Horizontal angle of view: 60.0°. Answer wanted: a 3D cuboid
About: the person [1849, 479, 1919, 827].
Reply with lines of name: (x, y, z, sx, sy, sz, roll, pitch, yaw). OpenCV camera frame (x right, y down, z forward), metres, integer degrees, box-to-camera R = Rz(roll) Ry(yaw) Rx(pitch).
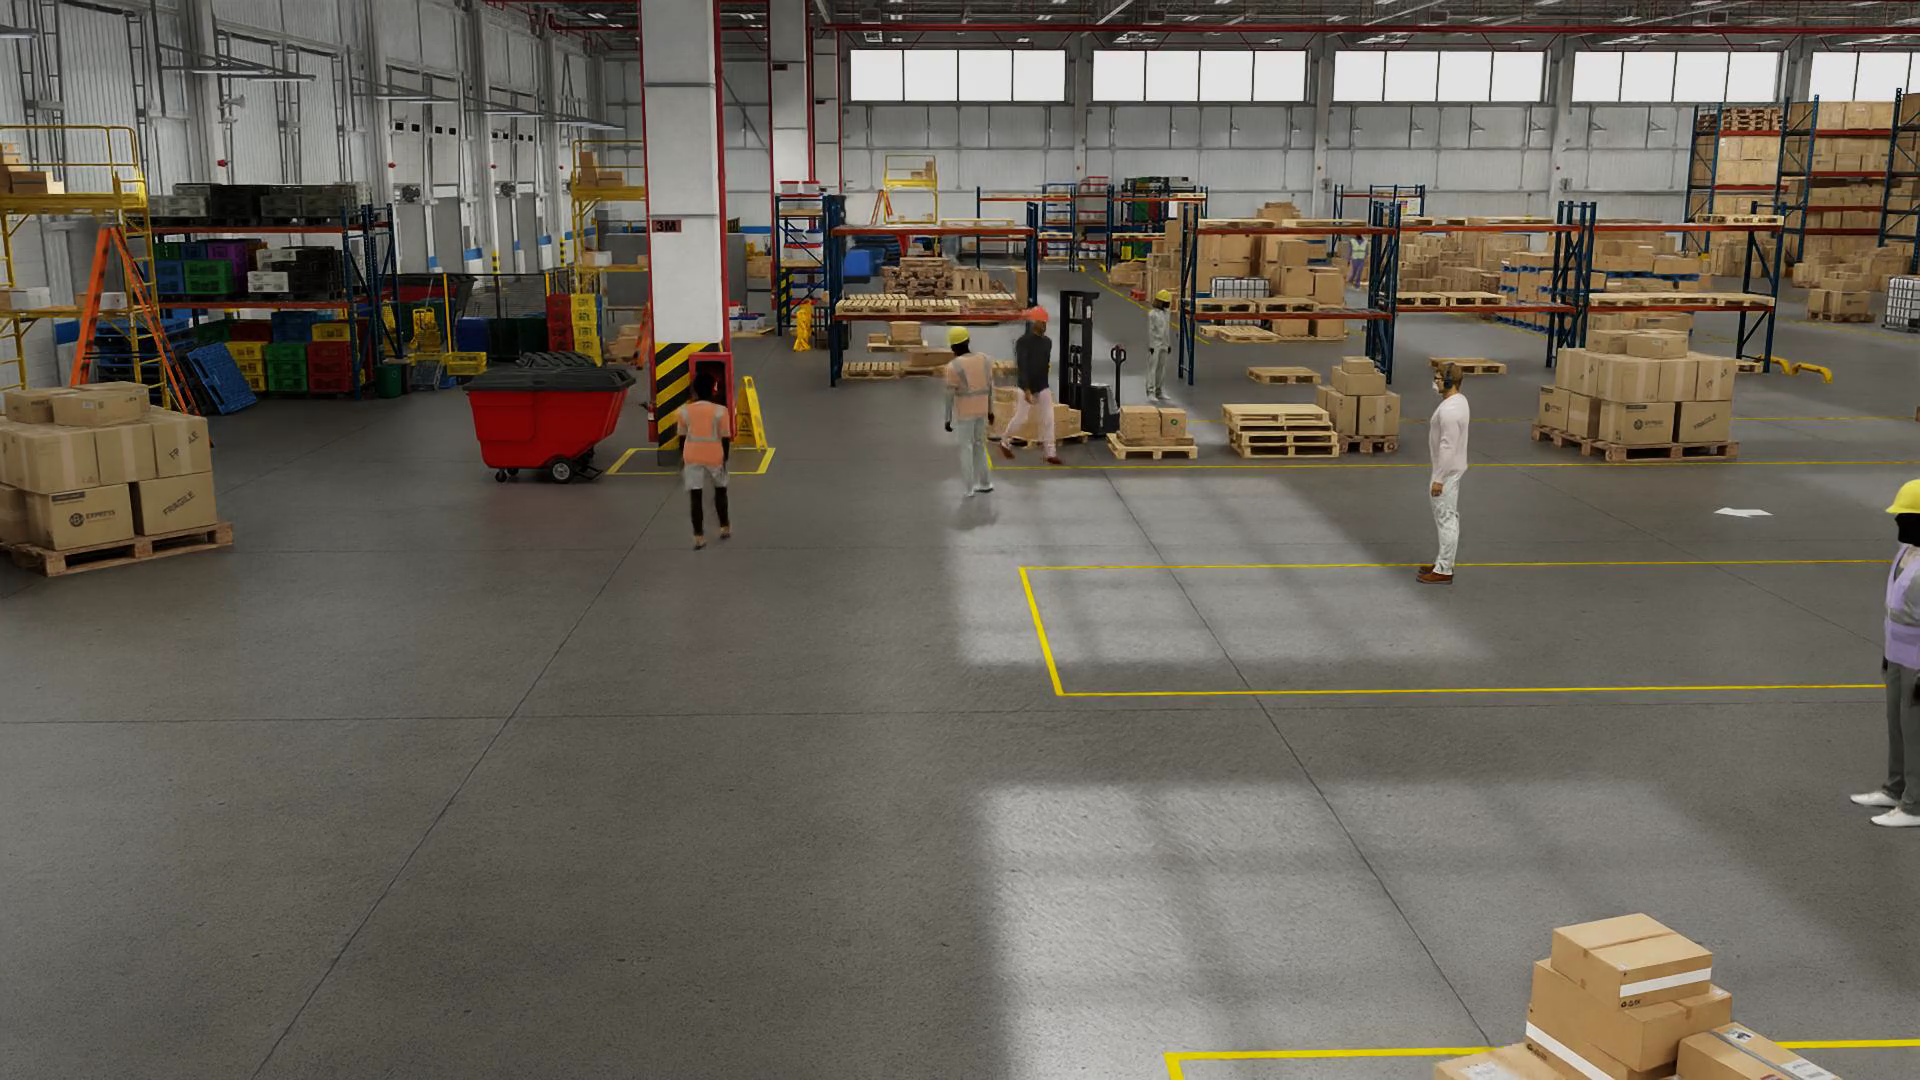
person: (5.193, 0.618, 9.103, 0.381, 1.924, 0.593, 2, 13, 10)

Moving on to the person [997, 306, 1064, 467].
person: (0.863, -1.907, 20.456, 0.604, 1.959, 0.994, -10, 16, -38)

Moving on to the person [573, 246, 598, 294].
person: (-8.605, -5.826, 38.331, 0.618, 1.867, 0.702, -6, 14, -24)

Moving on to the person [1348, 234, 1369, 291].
person: (11.978, -8.425, 49.992, 0.600, 1.895, 0.555, -1, 13, -4)

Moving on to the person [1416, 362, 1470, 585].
person: (4.219, -0.579, 14.482, 0.372, 1.940, 0.631, 5, 13, 21)

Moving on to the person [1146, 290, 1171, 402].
person: (3.142, -3.044, 26.071, 0.308, 1.736, 0.485, 12, 17, 43)

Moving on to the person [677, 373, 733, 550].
person: (-2.440, -0.782, 16.023, 0.542, 1.662, 0.805, 0, 12, 1)

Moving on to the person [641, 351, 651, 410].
person: (-4.369, -2.646, 24.275, 0.470, 1.746, 0.541, -2, 13, -8)

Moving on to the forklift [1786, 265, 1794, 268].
forklift: (30.916, -11.225, 60.403, 1.873, 2.768, 1.129, 0, 12, -2)

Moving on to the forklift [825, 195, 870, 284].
forklift: (-3.906, -9.480, 52.524, 1.873, 2.768, 1.129, -7, 14, -28)

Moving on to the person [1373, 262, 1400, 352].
person: (8.360, -4.550, 32.688, 0.534, 1.825, 0.604, 4, 13, 19)

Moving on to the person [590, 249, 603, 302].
person: (-9.652, -6.828, 43.435, 0.522, 1.615, 0.704, 5, 13, 20)

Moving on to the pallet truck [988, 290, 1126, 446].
pallet truck: (1.257, -2.299, 22.111, 1.885, 1.965, 0.823, -9, 15, -35)

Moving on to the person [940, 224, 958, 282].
person: (-0.324, -9.287, 53.874, 0.637, 1.914, 0.891, 5, 13, 22)

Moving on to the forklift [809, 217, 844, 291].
forklift: (-4.375, -8.619, 48.637, 1.873, 2.768, 1.129, 0, 12, -2)

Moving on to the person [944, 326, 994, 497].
person: (0.097, -1.412, 18.376, 0.633, 1.900, 0.448, -9, 15, -36)
